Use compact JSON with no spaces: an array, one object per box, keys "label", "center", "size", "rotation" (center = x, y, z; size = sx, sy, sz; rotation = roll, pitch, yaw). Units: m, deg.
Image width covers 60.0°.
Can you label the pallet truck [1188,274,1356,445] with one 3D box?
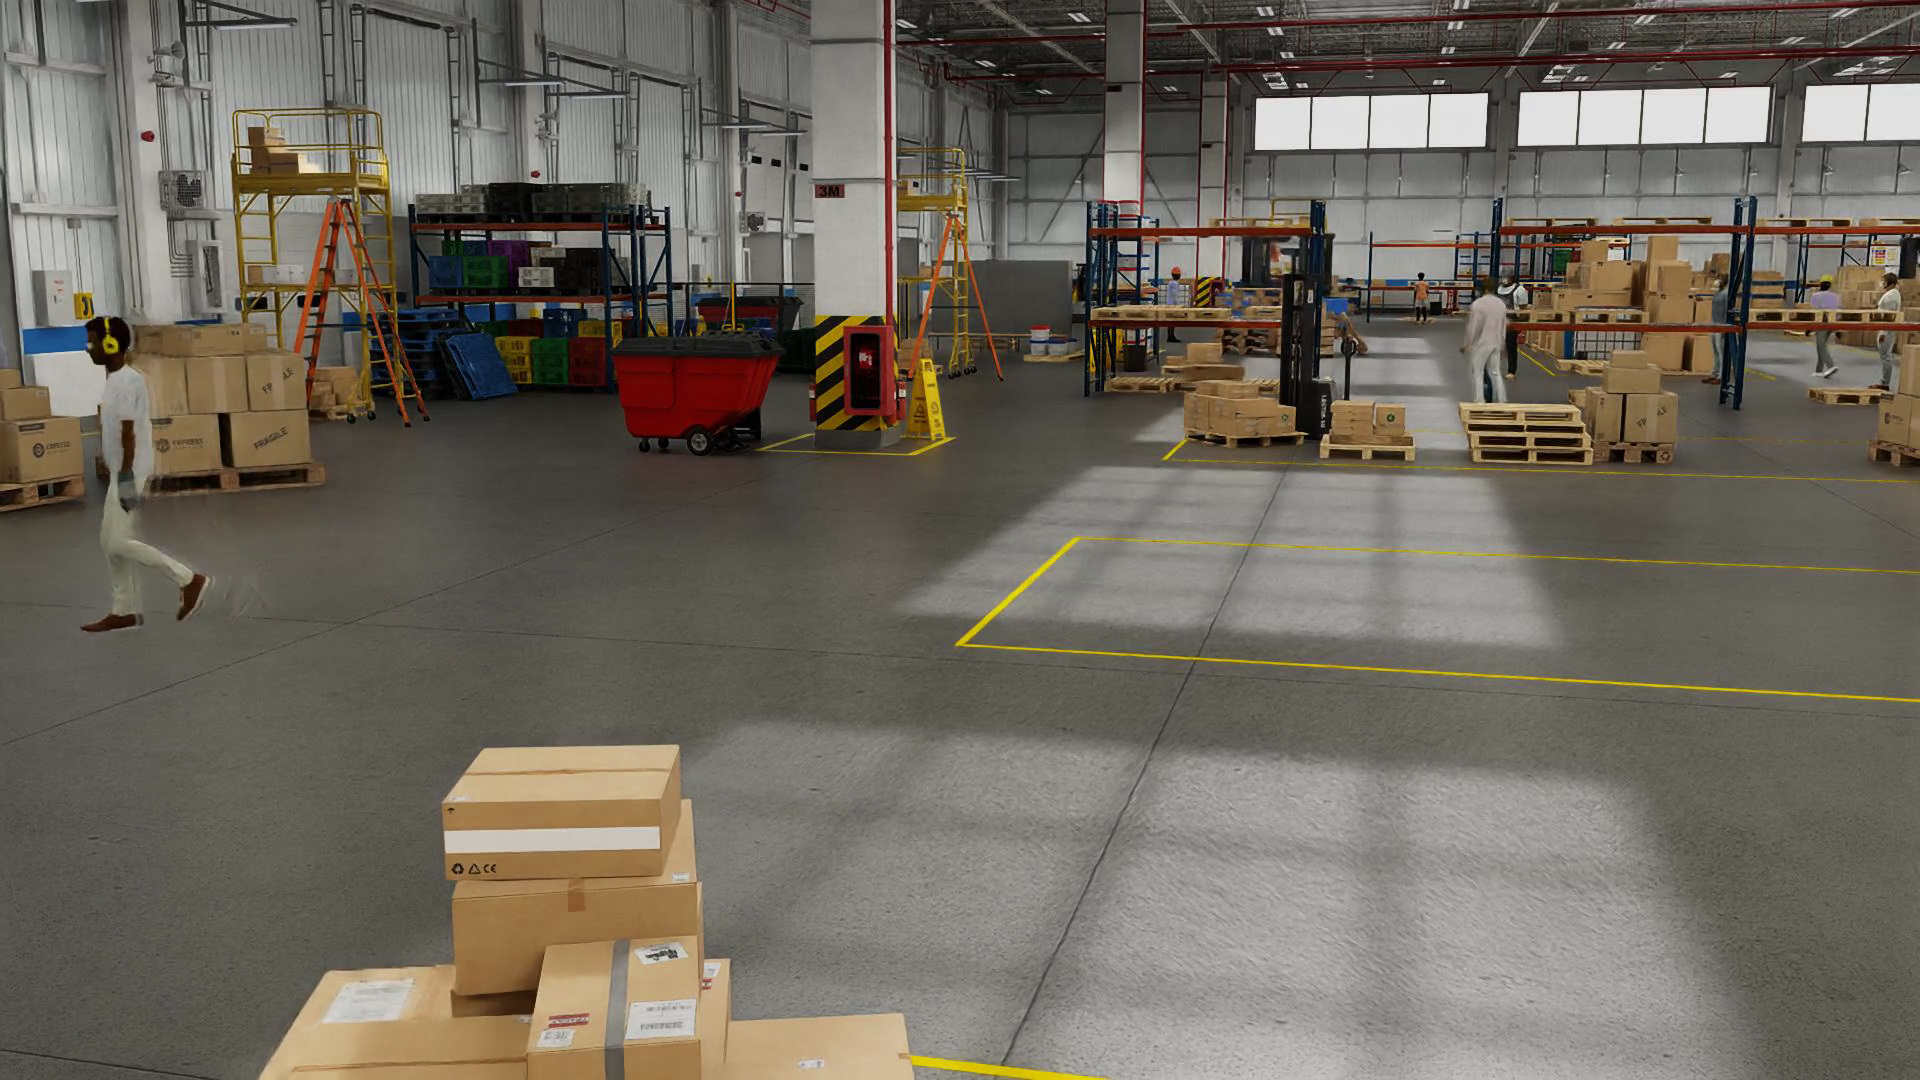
[{"label":"pallet truck","center":[3.653,-2.138,19.590],"size":[1.885,1.965,0.823],"rotation":[-4,10,-20]}]

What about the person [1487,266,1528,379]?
[{"label":"person","center":[9.761,-3.899,29.830],"size":[0.537,2.000,0.689],"rotation":[-9,13,-41]}]

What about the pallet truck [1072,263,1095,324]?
[{"label":"pallet truck","center":[4.325,-8.180,55.162],"size":[0.823,1.965,1.885],"rotation":[6,11,31]}]

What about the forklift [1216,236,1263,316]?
[{"label":"forklift","center":[8.887,-7.890,50.857],"size":[1.873,2.768,1.129],"rotation":[-2,10,-14]}]

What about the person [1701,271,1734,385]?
[{"label":"person","center":[13.049,-3.632,28.556],"size":[0.369,1.940,0.631],"rotation":[0,10,2]}]

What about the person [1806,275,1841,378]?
[{"label":"person","center":[15.773,-3.871,30.179],"size":[0.622,1.876,0.829],"rotation":[-2,10,-13]}]

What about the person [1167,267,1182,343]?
[{"label":"person","center":[5.511,-6.036,42.711],"size":[0.374,1.939,0.545],"rotation":[-1,10,-6]}]

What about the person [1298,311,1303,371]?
[{"label":"person","center":[6.669,-4.098,31.897],"size":[0.319,1.739,0.484],"rotation":[6,11,33]}]

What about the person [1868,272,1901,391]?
[{"label":"person","center":[15.126,-3.396,27.171],"size":[0.372,1.940,0.632],"rotation":[6,11,31]}]

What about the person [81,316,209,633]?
[{"label":"person","center":[-4.802,-0.375,9.657],"size":[0.594,1.842,0.548],"rotation":[-6,12,-33]}]

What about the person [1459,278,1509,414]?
[{"label":"person","center":[7.264,-2.657,22.965],"size":[0.668,1.894,0.570],"rotation":[-5,11,-29]}]

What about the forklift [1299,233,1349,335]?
[{"label":"forklift","center":[9.647,-6.914,45.112],"size":[1.129,2.768,1.873],"rotation":[-3,10,-19]}]

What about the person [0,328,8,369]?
[{"label":"person","center":[-10.092,-1.642,17.125],"size":[0.631,1.842,0.428],"rotation":[1,10,3]}]

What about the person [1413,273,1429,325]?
[{"label":"person","center":[14.991,-7.847,54.097],"size":[0.531,1.692,0.320],"rotation":[-2,10,-12]}]

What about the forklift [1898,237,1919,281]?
[{"label":"forklift","center":[31.026,-8.517,54.550],"size":[1.873,2.768,1.129],"rotation":[2,10,14]}]
